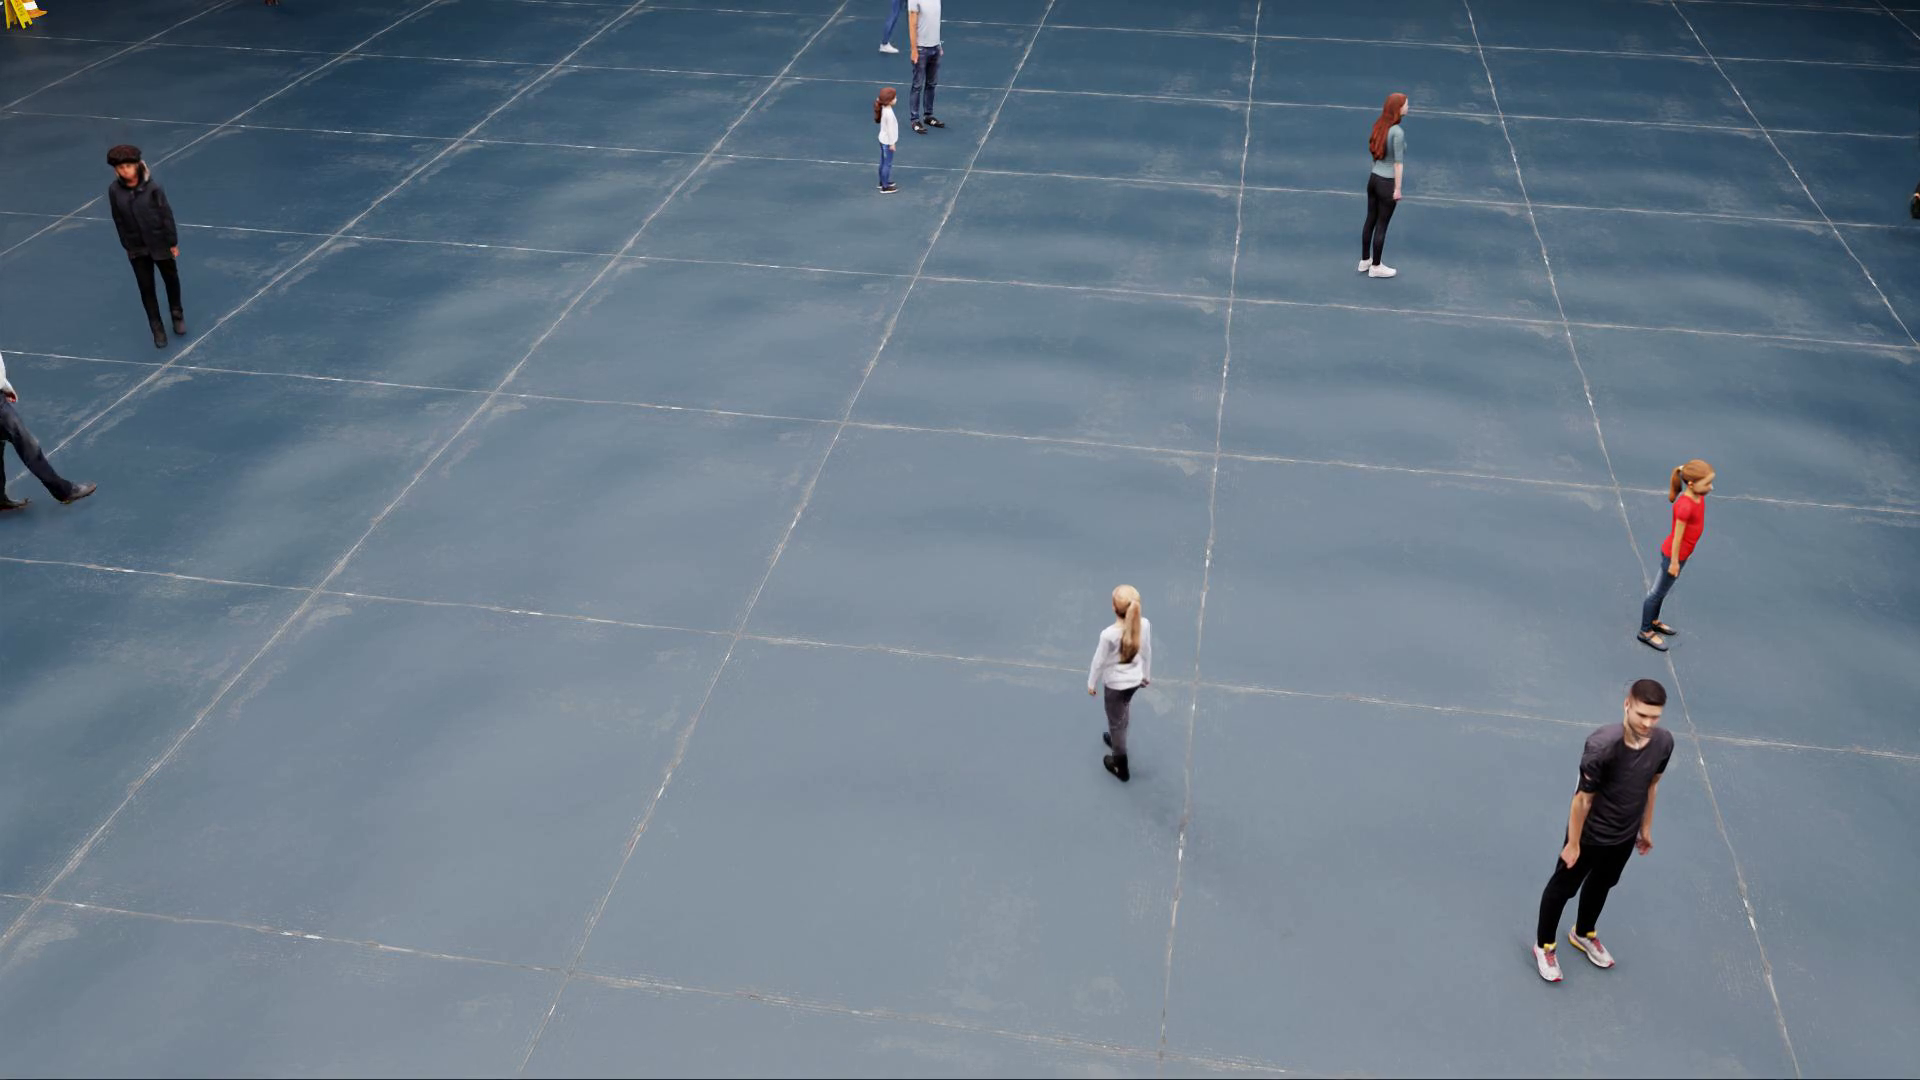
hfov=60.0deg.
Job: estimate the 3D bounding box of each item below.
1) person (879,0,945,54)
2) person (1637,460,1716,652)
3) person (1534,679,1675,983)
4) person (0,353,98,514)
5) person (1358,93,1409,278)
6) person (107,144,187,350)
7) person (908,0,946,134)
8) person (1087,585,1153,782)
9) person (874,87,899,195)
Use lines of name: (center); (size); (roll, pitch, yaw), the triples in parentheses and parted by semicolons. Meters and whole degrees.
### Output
person: (-0.834, -7.221, 21.787); (1.105, 1.707, 0.641); (2, 32, 4)
person: (4.561, 0.066, 10.607); (0.607, 1.311, 0.568); (23, 39, 32)
person: (3.138, 1.394, 8.079); (0.631, 1.762, 0.772); (-9, 33, -14)
person: (-6.982, -0.965, 11.786); (1.121, 1.797, 1.011); (-15, 35, -22)
person: (3.971, -3.323, 15.575); (0.686, 1.743, 0.665); (-10, 34, -16)
person: (-7.023, -2.601, 14.423); (0.979, 1.751, 0.969); (-13, 34, -20)
person: (-0.408, -5.686, 19.205); (0.733, 1.865, 0.720); (27, 41, 36)
person: (0.953, 0.836, 9.425); (0.678, 1.270, 0.731); (-16, 36, -24)
person: (-0.778, -4.253, 17.644); (0.552, 1.108, 0.513); (-9, 33, -14)
